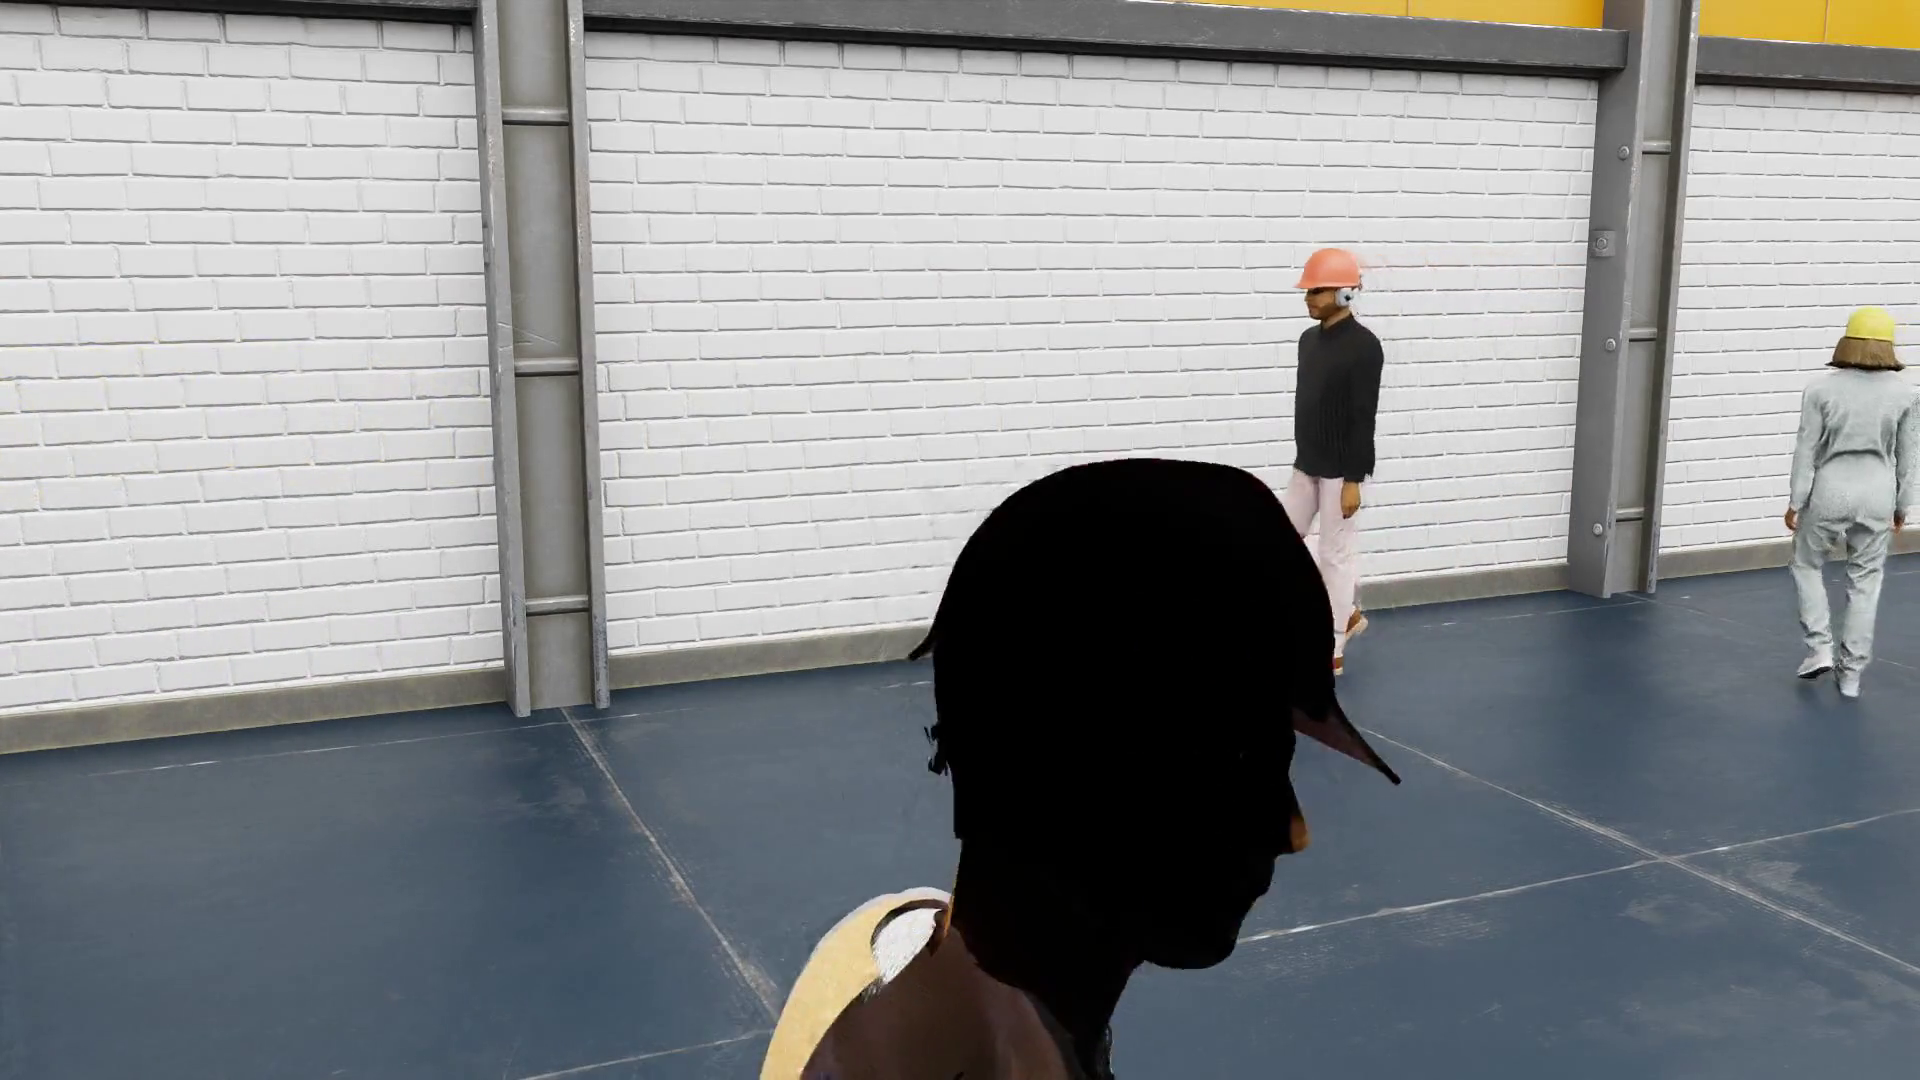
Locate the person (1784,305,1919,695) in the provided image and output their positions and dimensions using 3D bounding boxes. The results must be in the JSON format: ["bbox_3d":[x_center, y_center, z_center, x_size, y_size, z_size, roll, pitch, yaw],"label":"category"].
[{"bbox_3d":[3.953,-0.173,7.409,0.518,1.731,0.369,3,11,14],"label":"person"}]

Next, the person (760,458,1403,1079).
[{"bbox_3d":[0.074,0.876,1.151,0.801,1.894,0.572,-3,11,-17],"label":"person"}]

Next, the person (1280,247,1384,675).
[{"bbox_3d":[1.671,-0.334,7.600,0.431,1.980,0.643,-4,11,-21],"label":"person"}]
